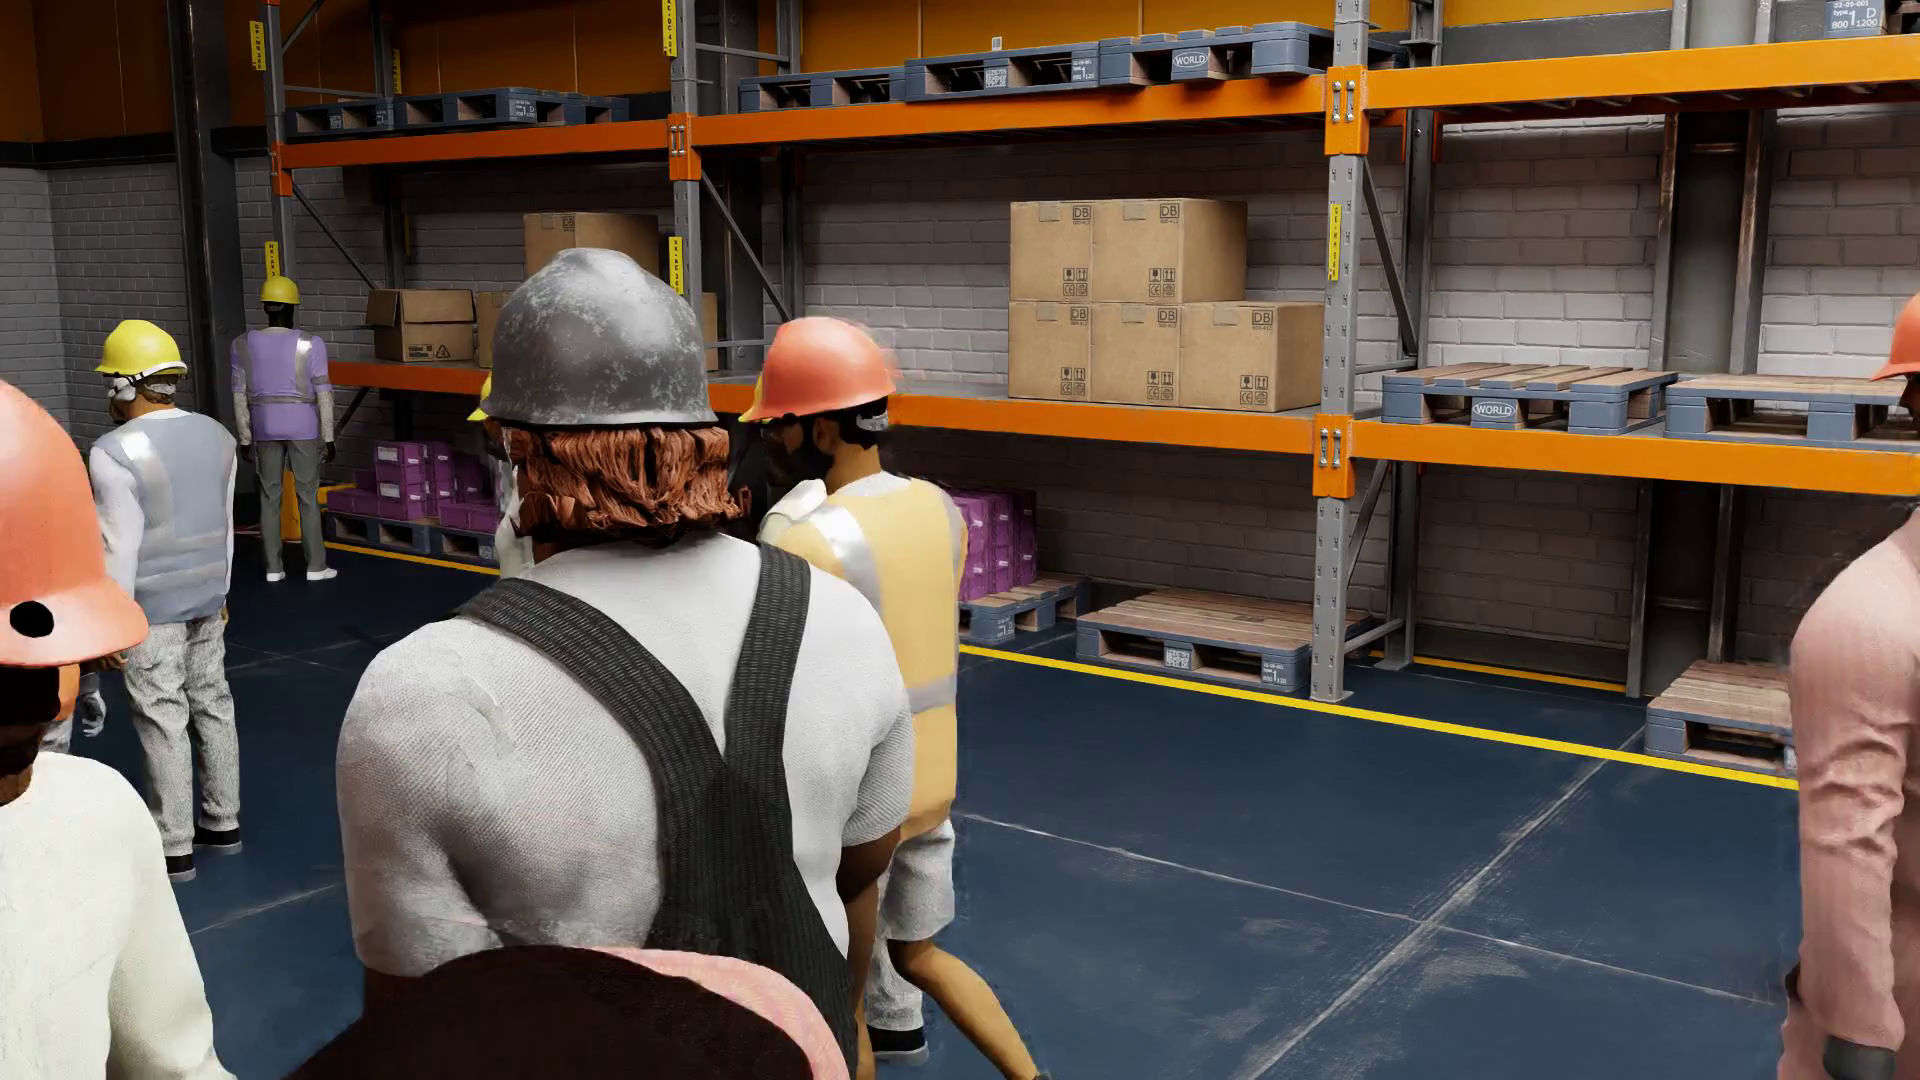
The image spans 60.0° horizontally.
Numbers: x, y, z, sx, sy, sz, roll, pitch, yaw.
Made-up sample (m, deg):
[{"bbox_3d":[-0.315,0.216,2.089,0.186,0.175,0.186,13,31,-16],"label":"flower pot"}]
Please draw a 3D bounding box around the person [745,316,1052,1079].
[{"bbox_3d":[-0.098,0.526,3.286,0.702,1.916,0.556,7,12,35],"label":"person"}]

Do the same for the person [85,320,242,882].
[{"bbox_3d":[-2.617,0.203,5.451,0.403,1.833,0.586,2,10,13],"label":"person"}]

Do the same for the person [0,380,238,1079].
[{"bbox_3d":[-0.750,0.831,1.347,0.931,1.938,0.624,1,10,6],"label":"person"}]

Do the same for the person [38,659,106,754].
[{"bbox_3d":[-2.604,0.442,4.453,0.428,1.677,0.548,6,11,33],"label":"person"}]

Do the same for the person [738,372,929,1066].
[{"bbox_3d":[-0.427,0.424,4.206,0.817,1.798,0.617,3,10,19],"label":"person"}]

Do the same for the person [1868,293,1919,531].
[{"bbox_3d":[1.979,0.477,3.356,0.608,1.989,0.387,-9,13,-42],"label":"person"}]

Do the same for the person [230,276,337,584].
[{"bbox_3d":[-4.220,-0.680,10.423,0.594,1.926,0.368,-1,10,-6],"label":"person"}]

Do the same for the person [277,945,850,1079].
[{"bbox_3d":[-0.358,0.881,1.065,0.606,1.962,0.939,-8,13,-40],"label":"person"}]

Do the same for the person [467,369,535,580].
[{"bbox_3d":[-1.322,0.329,5.044,0.887,1.721,0.525,-1,10,-5],"label":"person"}]

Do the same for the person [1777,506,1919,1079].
[{"bbox_3d":[1.614,0.670,2.561,0.675,1.859,0.979,-3,10,-18],"label":"person"}]

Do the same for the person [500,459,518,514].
[{"bbox_3d":[-1.597,0.072,6.266,0.966,1.829,0.506,4,10,21],"label":"person"}]
